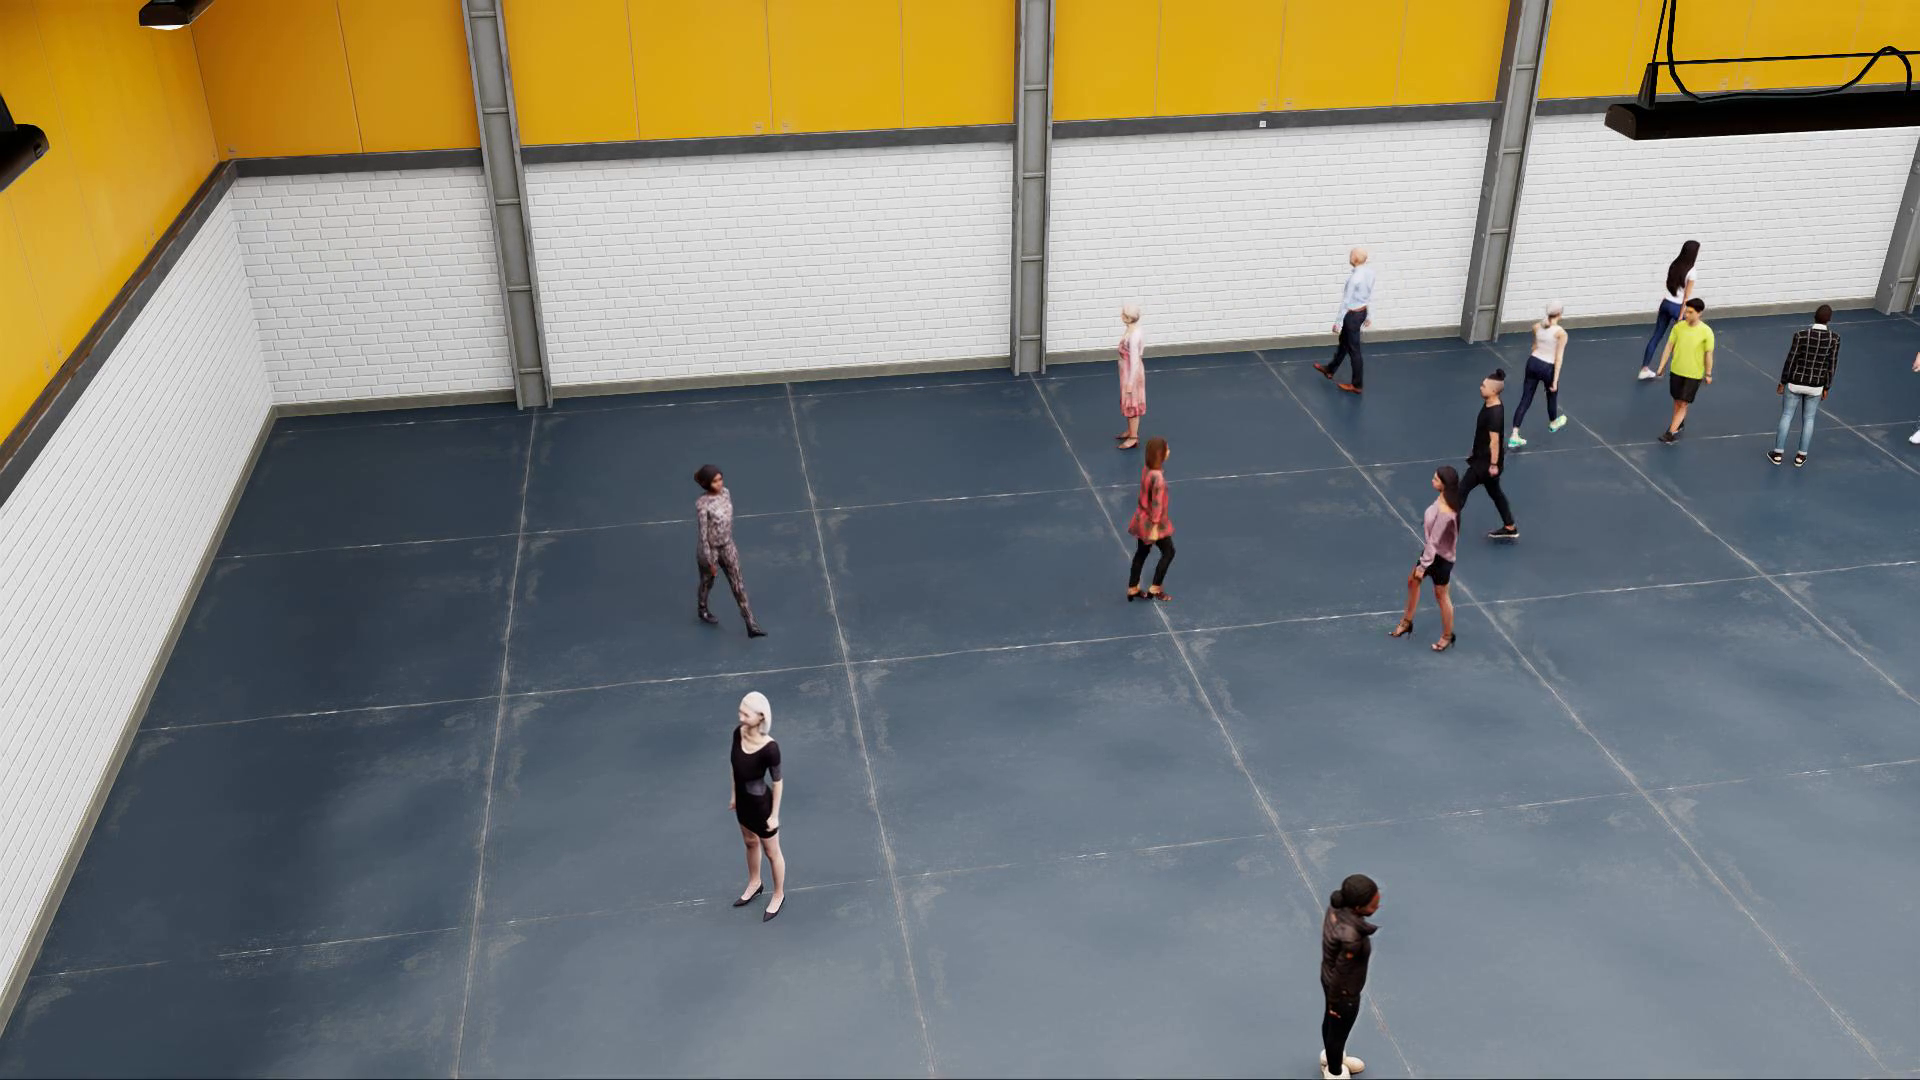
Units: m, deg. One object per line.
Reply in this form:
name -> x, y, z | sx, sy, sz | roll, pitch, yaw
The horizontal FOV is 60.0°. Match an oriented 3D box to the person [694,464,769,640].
person -> -2.253, 0.093, 14.948 | 1.087, 1.663, 1.120 | 24, 37, 37

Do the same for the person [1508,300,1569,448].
person -> 6.376, -1.802, 18.437 | 1.278, 1.649, 1.015 | -20, 35, -33

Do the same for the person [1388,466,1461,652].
person -> 4.302, 0.205, 14.611 | 0.910, 1.788, 0.792 | 4, 29, 7

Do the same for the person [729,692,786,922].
person -> -1.408, 1.838, 11.575 | 0.649, 1.829, 0.694 | 21, 35, 34

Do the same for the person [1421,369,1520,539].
person -> 5.293, -0.798, 16.424 | 1.295, 1.814, 1.045 | 8, 30, 14

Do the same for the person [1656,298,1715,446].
person -> 8.185, -1.924, 18.636 | 1.113, 1.673, 0.957 | -22, 35, -34

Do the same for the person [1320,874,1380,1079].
person -> 2.319, 2.712, 10.148 | 0.608, 1.662, 0.674 | -5, 29, -8

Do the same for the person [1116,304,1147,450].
person -> 1.913, -1.825, 18.433 | 0.656, 1.693, 0.658 | 3, 29, 5

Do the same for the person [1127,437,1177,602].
person -> 1.695, -0.158, 15.383 | 0.613, 1.687, 0.621 | -5, 29, -9

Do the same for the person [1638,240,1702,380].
person -> 8.529, -2.743, 20.064 | 1.091, 1.742, 0.749 | -11, 30, -19

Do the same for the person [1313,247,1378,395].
person -> 4.745, -2.585, 19.749 | 1.081, 1.767, 1.057 | 22, 36, 35

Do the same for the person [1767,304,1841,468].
person -> 9.164, -1.683, 18.041 | 0.657, 1.819, 0.802 | 8, 30, 15
